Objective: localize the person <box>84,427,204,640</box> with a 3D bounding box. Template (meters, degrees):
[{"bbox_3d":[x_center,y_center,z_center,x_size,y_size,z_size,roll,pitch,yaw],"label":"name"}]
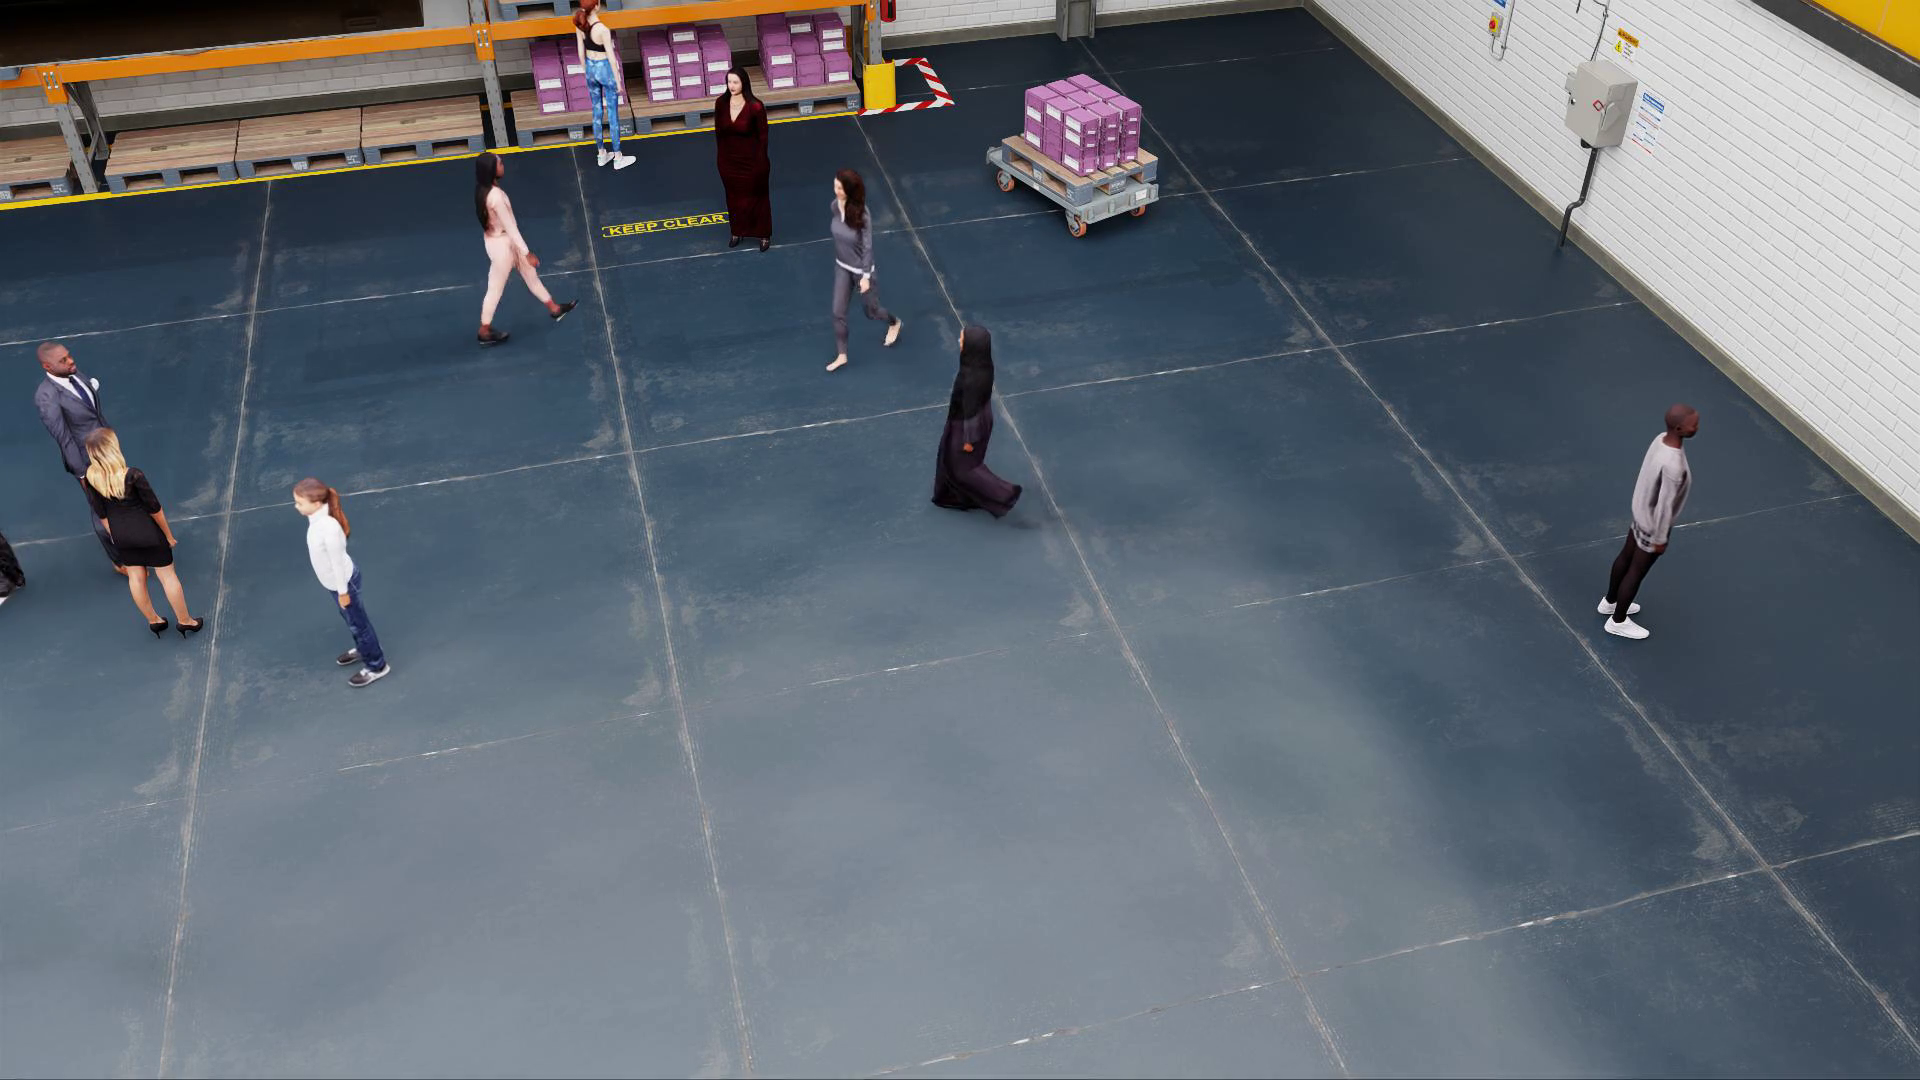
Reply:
[{"bbox_3d":[-5.383,-0.032,10.890,0.495,1.676,0.664,1,39,2],"label":"person"}]

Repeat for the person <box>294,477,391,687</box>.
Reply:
[{"bbox_3d":[-3.959,0.236,10.652,0.611,1.556,0.583,-25,45,-27],"label":"person"}]

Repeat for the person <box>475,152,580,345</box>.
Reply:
[{"bbox_3d":[-3.880,-2.365,13.815,1.165,1.672,0.720,-14,41,-17],"label":"person"}]

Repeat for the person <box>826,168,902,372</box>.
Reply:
[{"bbox_3d":[-0.790,-2.251,13.618,1.011,1.741,1.119,24,44,27],"label":"person"}]

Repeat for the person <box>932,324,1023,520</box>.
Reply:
[{"bbox_3d":[0.143,-0.833,11.954,1.017,1.602,0.858,8,39,10],"label":"person"}]

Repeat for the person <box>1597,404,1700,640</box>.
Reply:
[{"bbox_3d":[4.538,-0.144,10.955,0.671,1.771,0.689,6,39,7],"label":"person"}]

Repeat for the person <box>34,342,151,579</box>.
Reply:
[{"bbox_3d":[-5.976,-0.575,11.452,0.696,1.824,0.749,0,39,0],"label":"person"}]

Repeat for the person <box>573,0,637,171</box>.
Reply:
[{"bbox_3d":[-3.546,-4.552,16.463,0.686,1.785,0.751,17,42,20],"label":"person"}]

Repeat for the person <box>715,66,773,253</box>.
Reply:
[{"bbox_3d":[-1.967,-3.469,15.129,0.713,1.758,0.817,10,40,13],"label":"person"}]
